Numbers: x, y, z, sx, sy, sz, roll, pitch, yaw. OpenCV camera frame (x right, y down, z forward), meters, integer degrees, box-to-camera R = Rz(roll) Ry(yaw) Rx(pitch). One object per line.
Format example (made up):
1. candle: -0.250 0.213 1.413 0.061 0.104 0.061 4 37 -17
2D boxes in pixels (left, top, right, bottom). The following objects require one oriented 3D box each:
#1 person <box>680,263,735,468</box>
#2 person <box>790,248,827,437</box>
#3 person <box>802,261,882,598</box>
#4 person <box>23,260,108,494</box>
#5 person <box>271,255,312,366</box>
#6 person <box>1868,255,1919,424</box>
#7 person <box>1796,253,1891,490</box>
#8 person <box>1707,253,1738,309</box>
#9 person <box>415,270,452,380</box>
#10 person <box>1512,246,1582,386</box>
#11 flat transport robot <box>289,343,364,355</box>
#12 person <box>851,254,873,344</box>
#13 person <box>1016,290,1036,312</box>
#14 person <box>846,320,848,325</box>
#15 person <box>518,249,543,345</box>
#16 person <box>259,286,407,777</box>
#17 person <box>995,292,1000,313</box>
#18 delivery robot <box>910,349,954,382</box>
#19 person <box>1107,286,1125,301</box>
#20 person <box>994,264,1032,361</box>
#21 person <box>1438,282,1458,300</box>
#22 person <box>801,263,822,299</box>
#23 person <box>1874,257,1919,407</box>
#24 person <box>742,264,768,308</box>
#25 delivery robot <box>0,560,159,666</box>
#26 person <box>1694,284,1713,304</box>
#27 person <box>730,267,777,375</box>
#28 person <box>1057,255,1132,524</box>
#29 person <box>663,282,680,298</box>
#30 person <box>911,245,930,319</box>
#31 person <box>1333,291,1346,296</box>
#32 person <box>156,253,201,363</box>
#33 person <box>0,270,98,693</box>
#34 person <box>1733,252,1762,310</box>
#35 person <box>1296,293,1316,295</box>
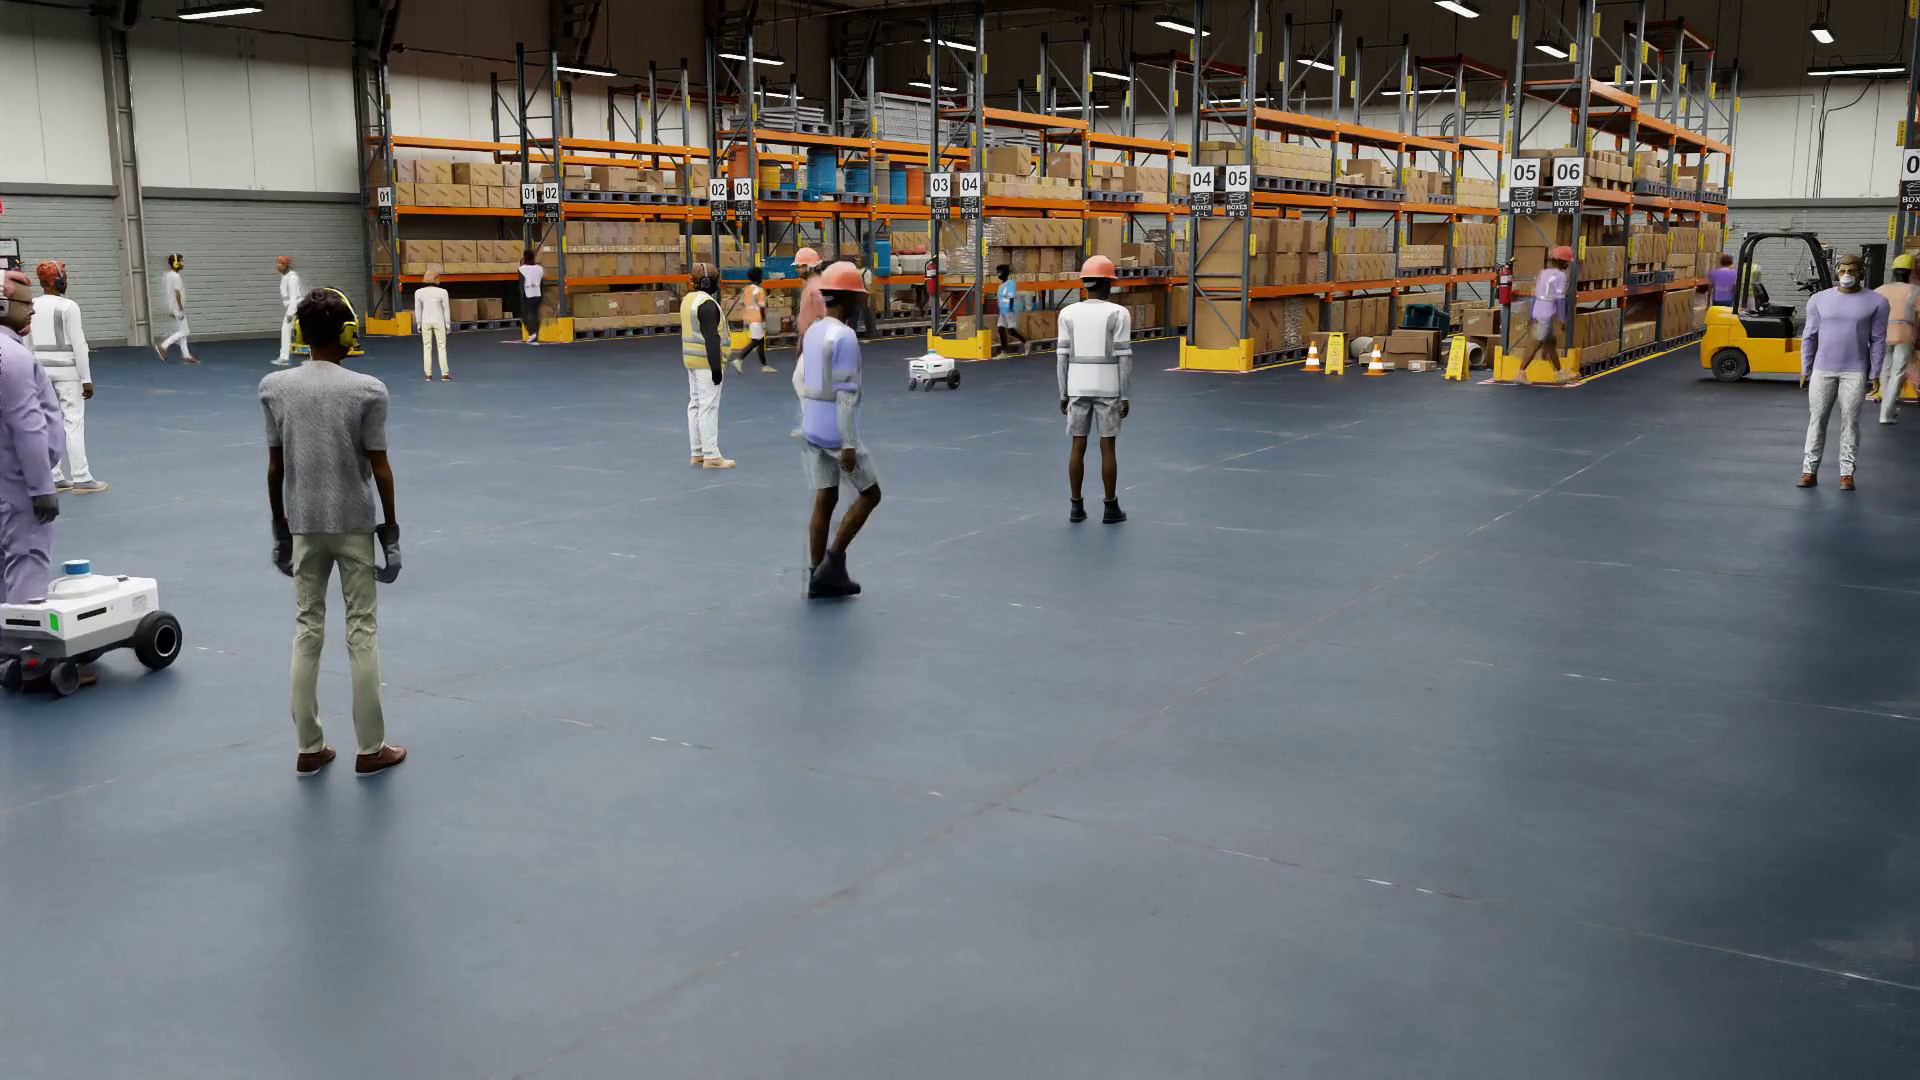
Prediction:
1. person: -2.286 -1.571 15.046 0.429 1.845 0.621 -6 12 -28
2. person: -1.600 -2.053 17.369 0.664 1.967 0.642 -2 10 -11
3. person: -0.701 -0.610 9.447 0.447 1.916 0.559 -6 12 -30
4. person: -7.282 -1.311 13.476 0.573 1.883 0.355 3 11 15
5. person: -11.013 -3.770 27.406 0.907 1.821 0.590 -9 13 -40
6. person: 10.599 -2.254 18.746 0.759 1.898 0.599 -8 13 -37
7. person: 7.259 -1.380 13.707 0.627 1.940 0.371 7 12 33
8. person: 14.627 -4.579 31.916 0.561 1.833 0.613 7 12 33
9. person: -7.786 -3.170 24.581 0.501 1.633 0.282 0 10 -3
10. person: 8.368 -3.168 23.591 1.091 1.973 0.638 -1 10 -4
11. flat transport robot: -11.473 -3.442 29.928 1.431 0.197 0.652 6 12 31
12. person: -1.986 -4.795 33.189 0.531 1.826 0.720 6 12 30
13. person: 1.460 -5.460 36.849 0.591 1.834 0.404 9 13 40
14. person: -1.948 -3.558 26.771 0.386 1.616 0.530 3 10 15
15. person: -8.567 -4.842 33.188 0.459 1.900 0.602 9 14 43
16. person: -2.374 -0.020 6.316 0.509 1.863 0.312 0 10 2
17. person: 1.072 -5.722 38.025 0.633 1.938 0.356 5 11 27
18. delivery robot: -0.385 -2.392 22.986 0.477 0.478 0.707 7 12 33
19. person: 3.647 -5.826 39.248 0.481 1.707 0.872 5 11 26
20. person: 0.889 -3.934 28.750 0.620 1.671 0.545 -6 12 -29
21. person: 12.077 -6.249 41.047 0.458 1.919 0.670 -1 10 -8
22. person: -2.814 -4.553 32.119 0.536 1.716 0.914 8 13 38
23. person: 11.838 -2.583 20.663 0.645 1.871 0.877 -4 11 -21
24. person: -4.229 -4.961 34.635 0.551 1.613 0.629 5 11 24
25. delivery robot: -4.073 0.335 7.710 0.477 0.478 0.707 3 10 14
26. person: 17.406 -5.912 39.073 0.622 1.954 1.005 -3 11 -16
27. person: -3.212 -3.383 25.681 0.786 1.671 0.536 -6 12 -31
28. person: 0.975 -1.082 12.049 0.547 1.934 0.376 4 11 20
29. person: -6.947 -5.933 39.549 0.603 1.813 0.422 4 11 21
30. person: -1.052 -6.847 44.196 0.634 1.983 0.539 5 11 26
31. person: 8.178 -5.267 35.757 0.521 1.847 0.741 6 12 32
32. person: -13.187 -3.881 27.948 0.625 1.855 0.535 -7 13 -36
33. person: -4.269 -0.262 7.548 0.637 1.904 0.403 8 13 38
34. person: 17.210 -5.389 36.468 0.656 1.827 0.486 5 11 28
35. person: 8.261 -6.113 39.927 0.688 2.000 0.537 5 11 25
